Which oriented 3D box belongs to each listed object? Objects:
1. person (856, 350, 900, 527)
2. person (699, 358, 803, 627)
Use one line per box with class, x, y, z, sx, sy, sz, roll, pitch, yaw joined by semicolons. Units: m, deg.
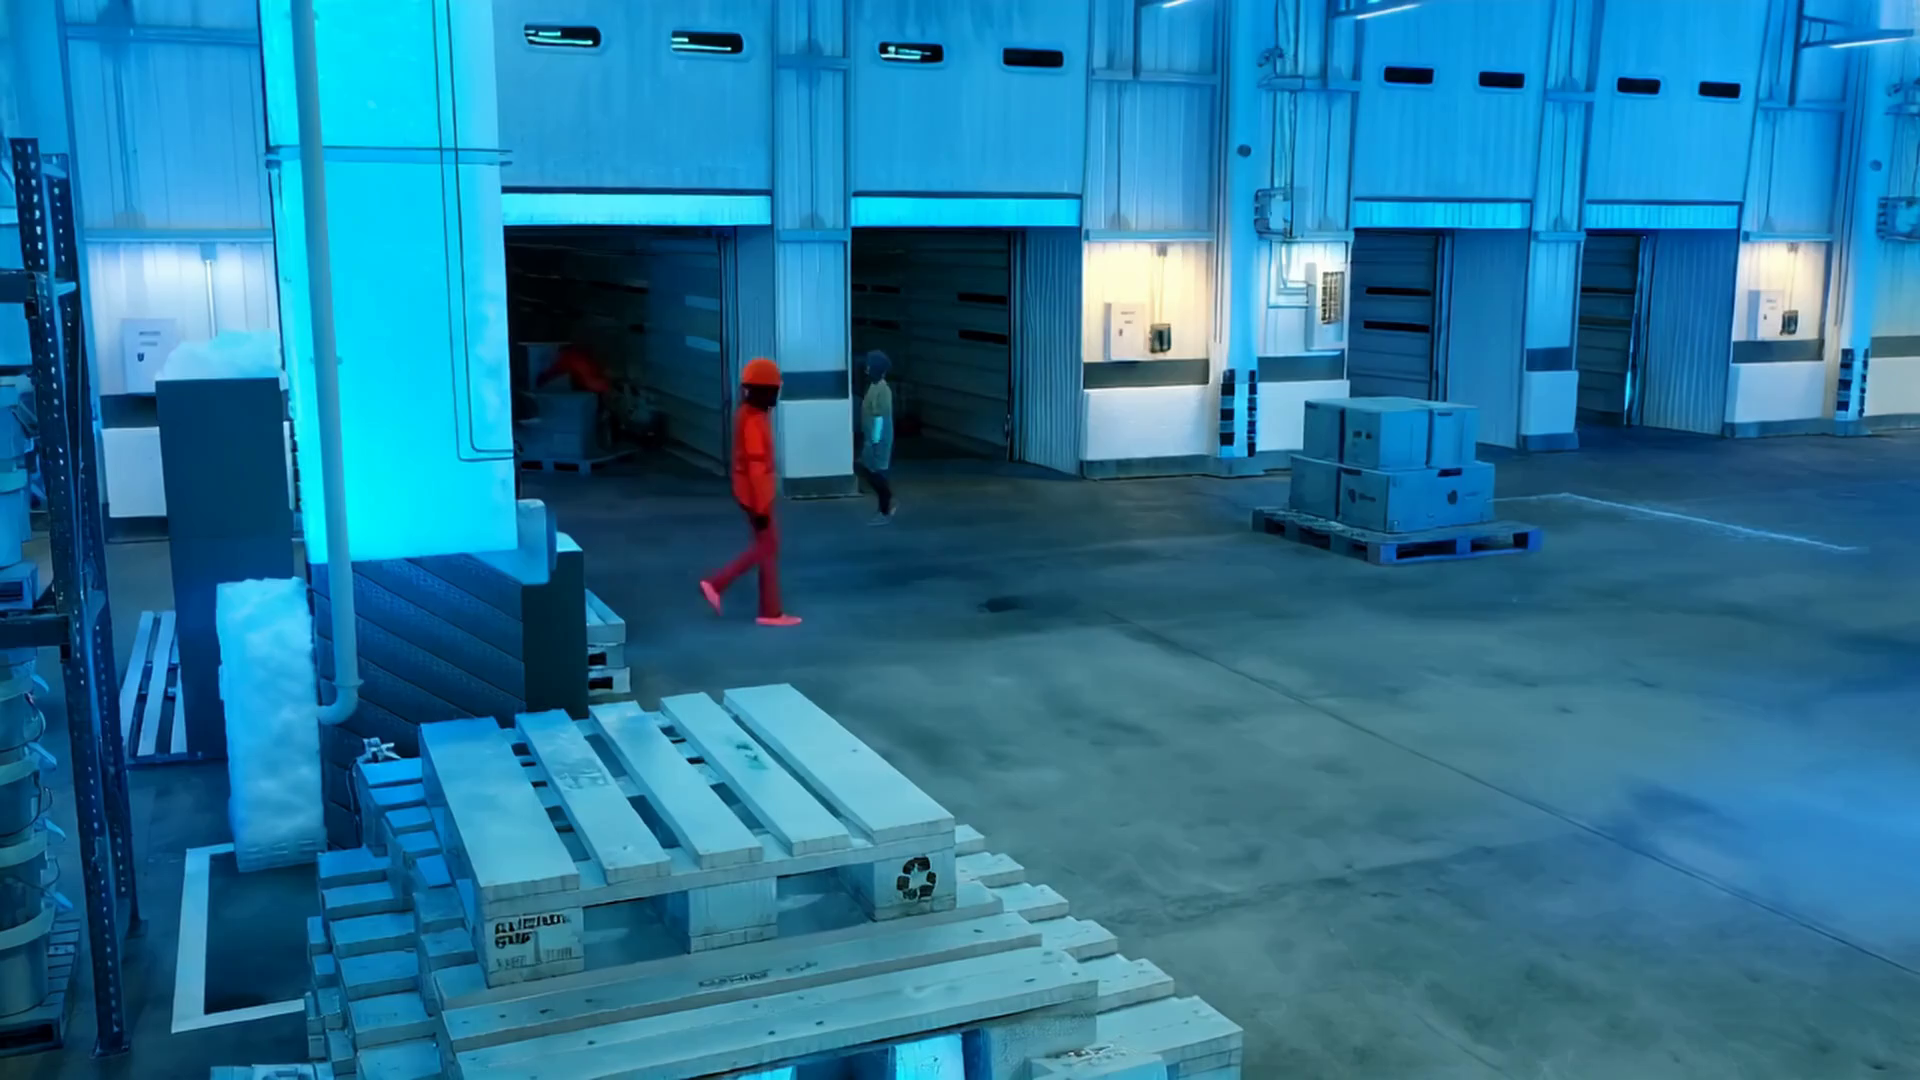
person;-0.799;-0.952;15.722;0.360;1.685;0.538;-3;11;-16
person;-1.471;-0.319;11.623;0.622;1.907;0.607;-3;11;-18
